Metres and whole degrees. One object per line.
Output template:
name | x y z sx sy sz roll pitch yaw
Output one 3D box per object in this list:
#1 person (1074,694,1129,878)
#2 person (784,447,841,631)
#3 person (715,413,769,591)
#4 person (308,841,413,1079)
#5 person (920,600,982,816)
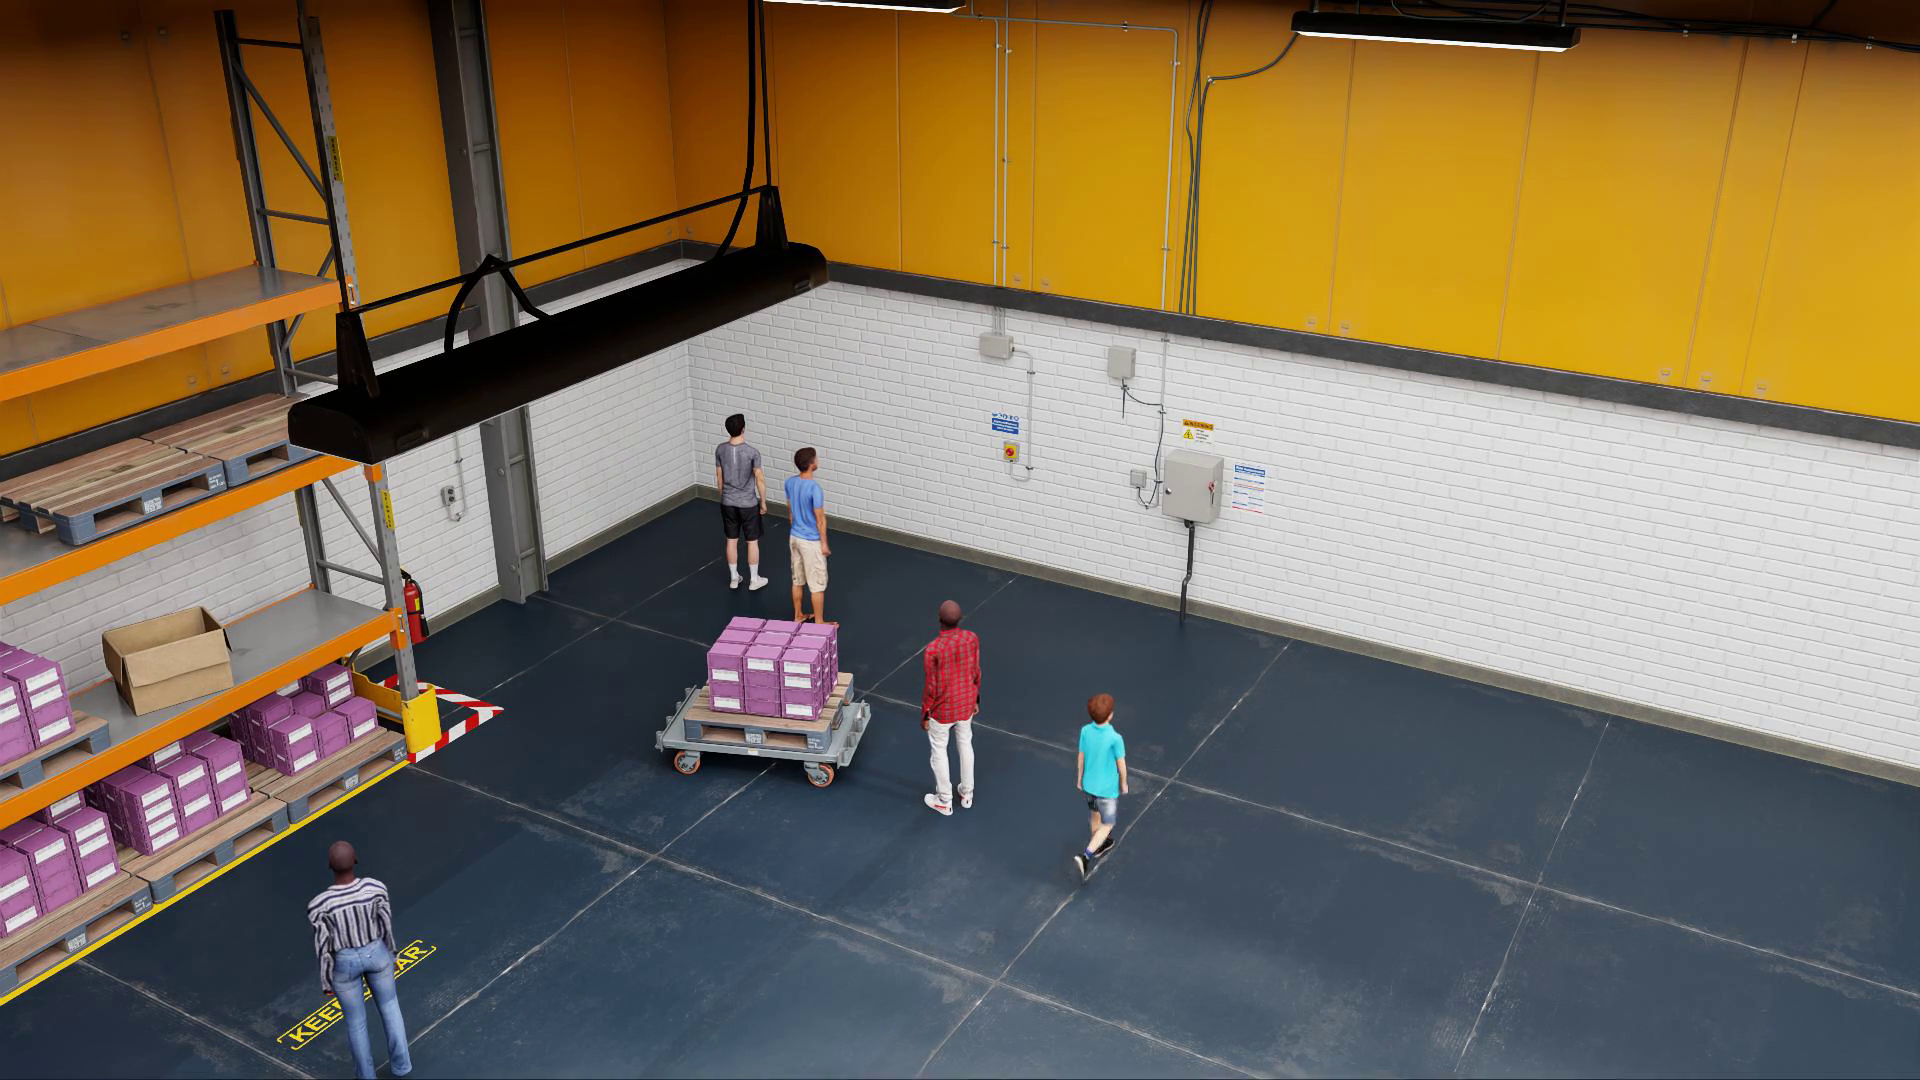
person | 1.011 1.826 12.350 0.617 1.434 0.887 18 30 36
person | -1.471 -0.004 16.000 0.706 1.863 0.651 21 31 39
person | -2.239 -0.391 16.874 0.709 1.871 0.629 6 24 14
person | -3.638 2.604 10.117 0.617 1.796 0.759 -16 28 -32
person | -0.072 1.296 13.079 0.695 1.819 0.814 -12 26 -26
